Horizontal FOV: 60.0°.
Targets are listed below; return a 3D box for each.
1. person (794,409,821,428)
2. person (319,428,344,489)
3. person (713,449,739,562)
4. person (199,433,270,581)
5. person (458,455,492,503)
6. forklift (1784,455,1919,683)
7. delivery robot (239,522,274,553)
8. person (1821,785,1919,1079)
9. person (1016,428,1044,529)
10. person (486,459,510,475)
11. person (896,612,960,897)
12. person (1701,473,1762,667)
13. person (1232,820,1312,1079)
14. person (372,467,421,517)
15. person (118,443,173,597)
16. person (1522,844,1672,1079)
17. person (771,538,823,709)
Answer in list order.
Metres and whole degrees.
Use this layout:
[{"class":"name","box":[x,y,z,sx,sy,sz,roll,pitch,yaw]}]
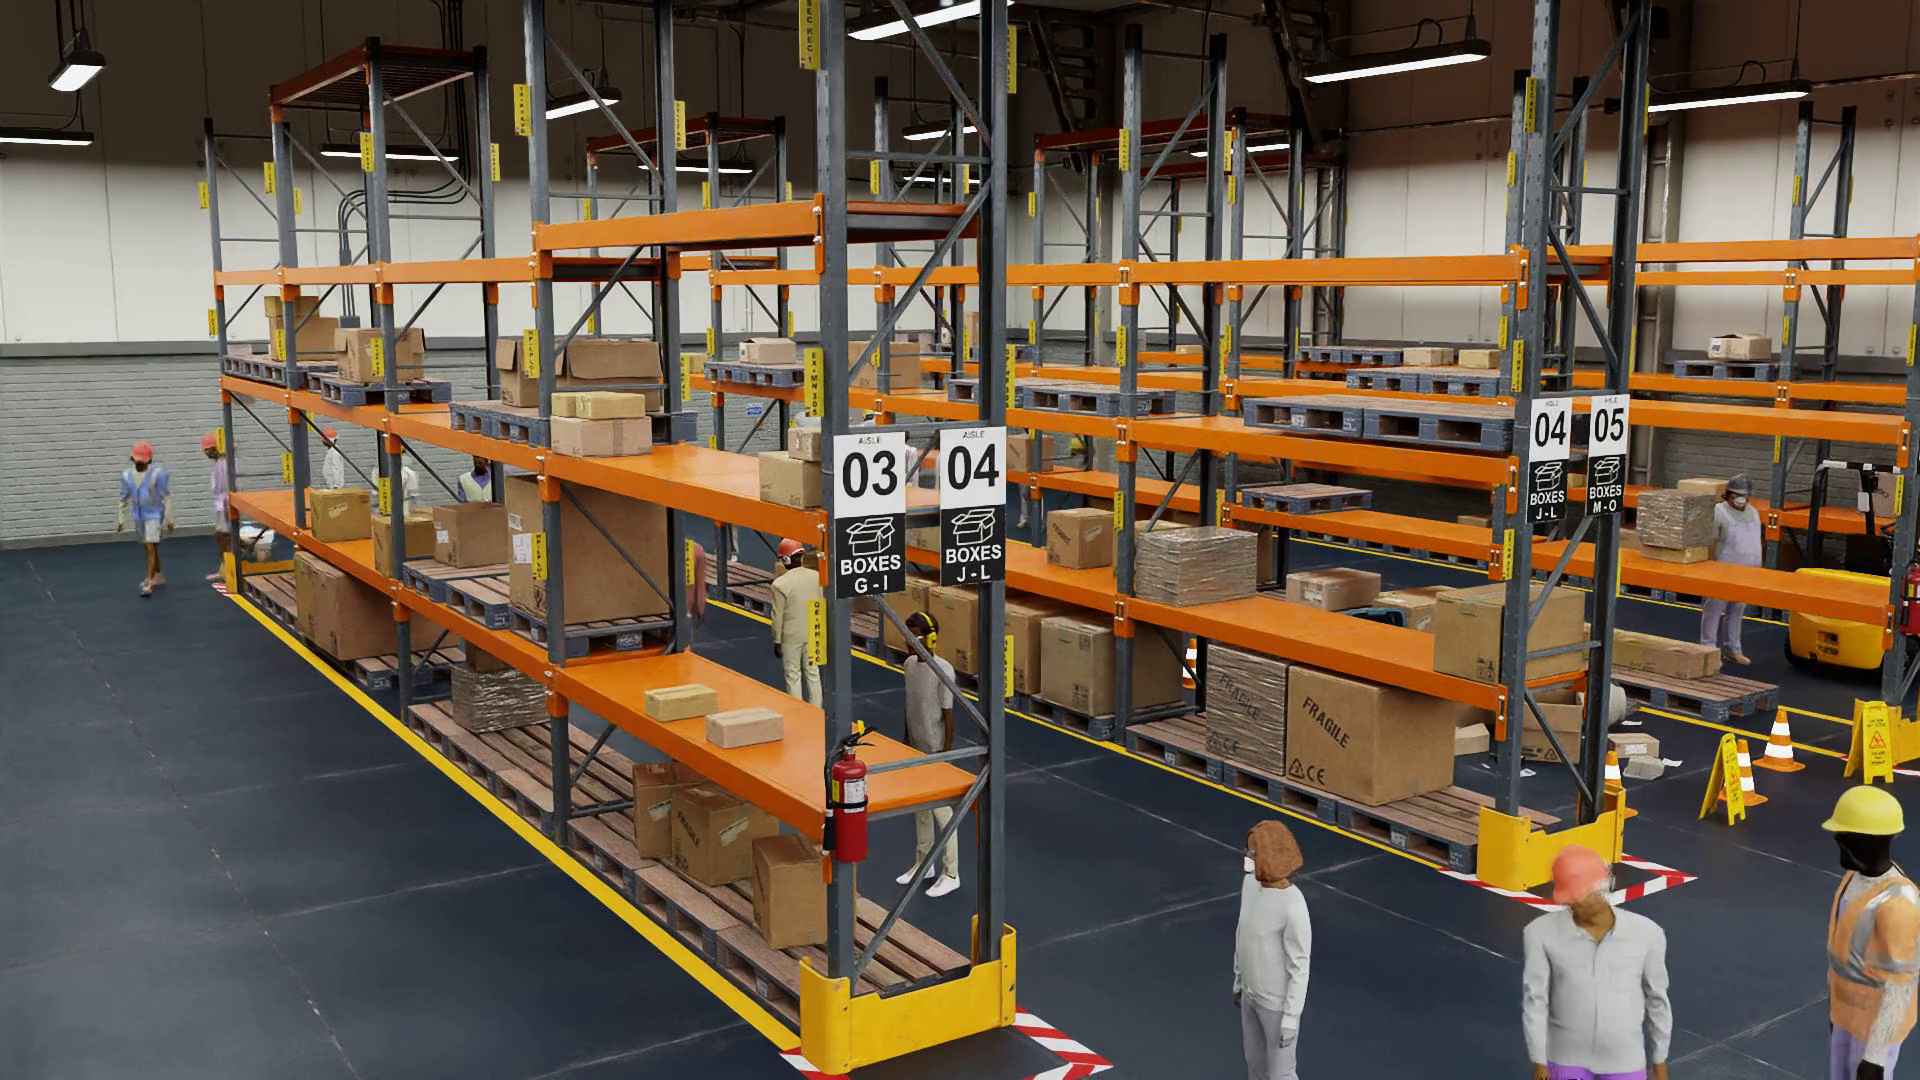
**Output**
[{"class":"person","box":[-2.826,-1.789,31.726,0.648,1.904,0.401,1,9,8]},{"class":"person","box":[-9.952,-0.905,26.383,0.348,1.743,0.567,-4,9,-24]},{"class":"person","box":[-3.387,-0.494,23.984,0.512,1.639,0.312,1,9,9]},{"class":"person","box":[-9.837,-0.449,22.481,0.744,2.006,0.667,-5,10,-28]},{"class":"person","box":[-6.081,-0.212,21.202,0.590,1.913,0.397,-4,9,-23]},{"class":"forklift","box":[9.643,0.253,17.172,2.313,2.155,1.214,-6,10,-33]},{"class":"delivery robot","box":[-10.320,-0.017,24.088,0.707,0.478,0.477,-3,9,-21]},{"class":"person","box":[3.686,1.943,6.812,0.385,1.923,0.594,2,9,12]},{"class":"person","box":[1.166,-1.093,27.342,0.628,1.837,0.429,6,11,35]},{"class":"person","box":[-6.894,-0.574,24.659,0.499,1.595,0.819,-1,9,-4]},{"class":"person","box":[-0.211,1.377,10.813,0.329,1.861,0.504,-7,11,-38]},{"class":"person","box":[8.063,0.309,17.303,0.682,2.000,0.536,-3,9,-19]},{"class":"person","box":[1.341,2.018,7.275,0.280,1.633,0.503,-3,9,-20]},{"class":"person","box":[-7.547,-0.348,22.160,0.784,1.904,0.542,1,9,5]},{"class":"person","box":[-10.533,-0.274,21.462,0.691,1.973,0.986,1,9,9]},{"class":"person","box":[2.561,2.061,6.714,0.572,1.727,0.350,2,9,15]},{"class":"person","box":[-1.464,0.836,14.820,0.551,1.735,0.380,-8,11,-42]}]
